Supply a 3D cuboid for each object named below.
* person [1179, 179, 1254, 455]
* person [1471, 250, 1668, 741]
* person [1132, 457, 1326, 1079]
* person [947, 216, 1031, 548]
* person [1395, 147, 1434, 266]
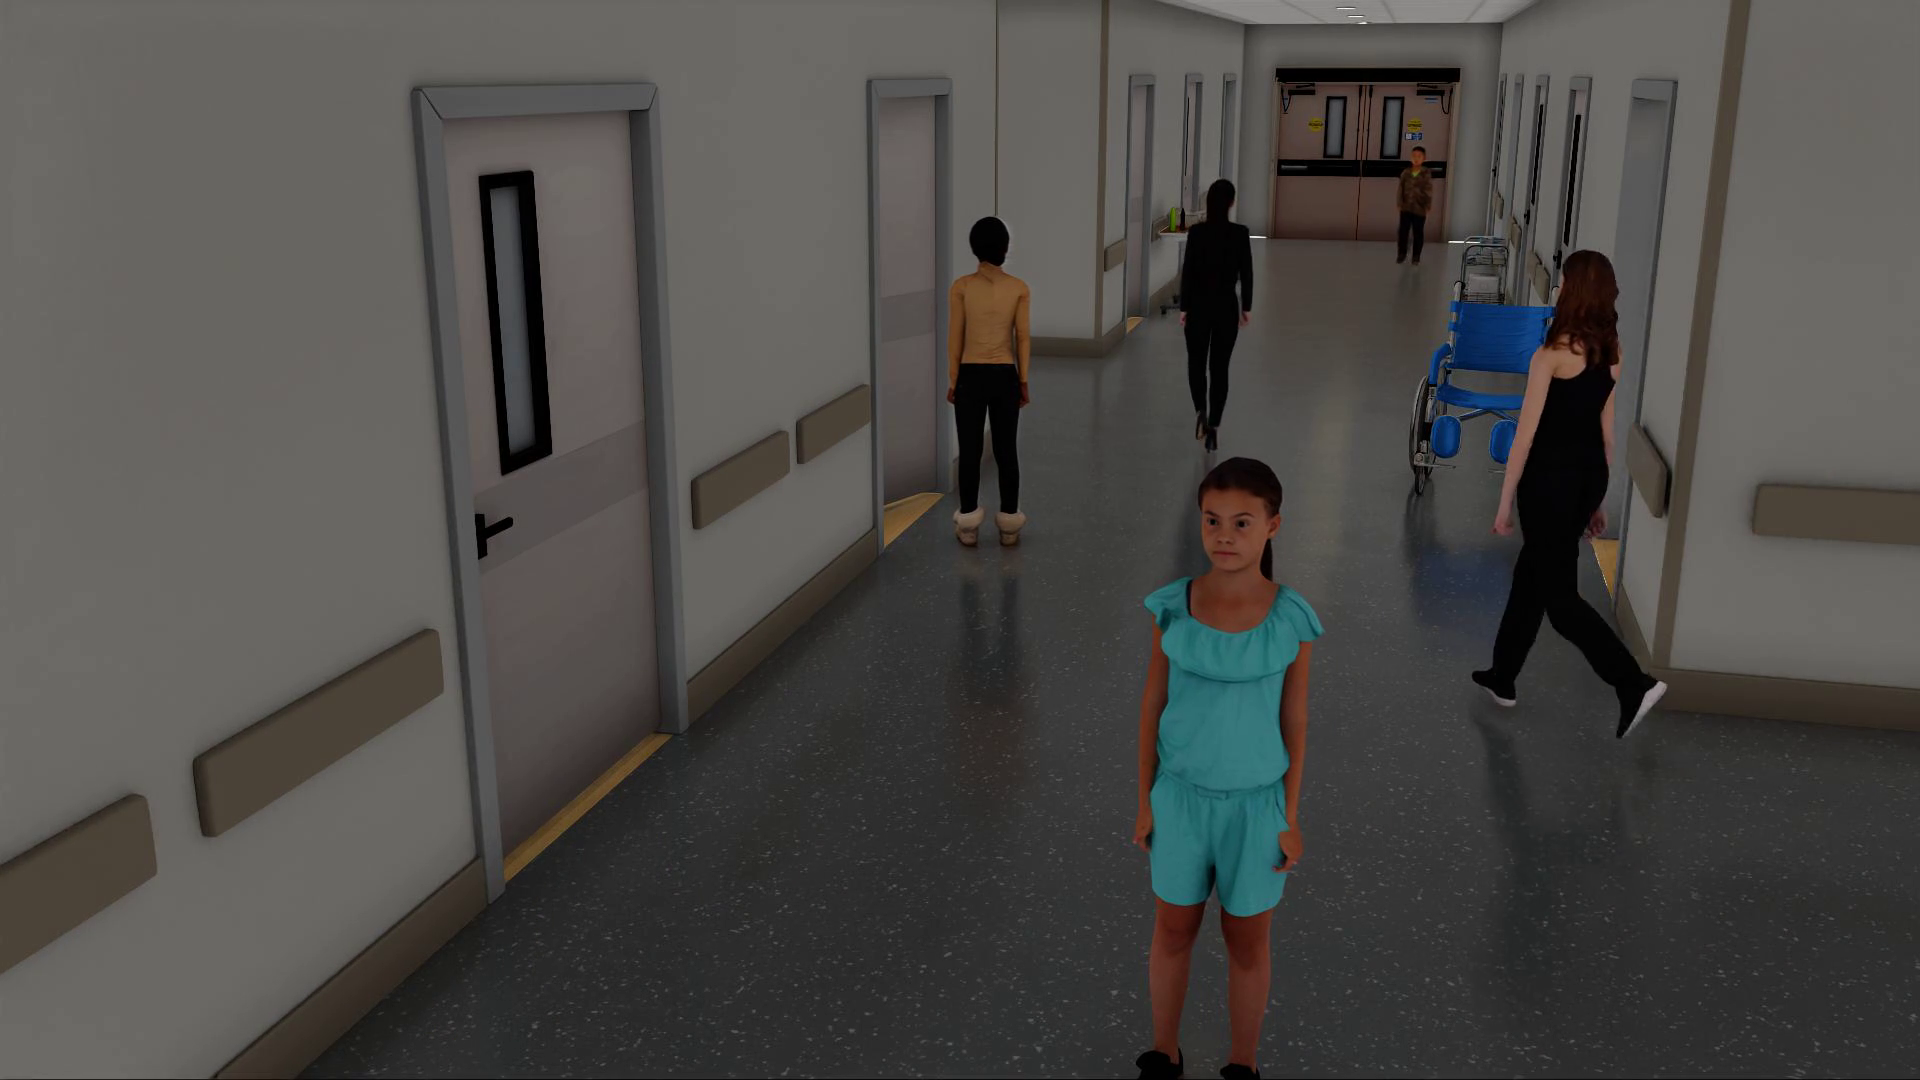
[{"bbox_3d":[1.580,-1.375,10.373,0.617,1.700,0.592,3,16,9],"label":"person"},{"bbox_3d":[2.229,-0.132,5.949,1.058,1.709,1.163,-8,18,-26],"label":"person"},{"bbox_3d":[0.584,0.574,3.723,0.549,1.558,0.541,5,16,17],"label":"person"},{"bbox_3d":[0.141,-0.797,8.397,0.642,1.659,0.642,-2,16,-6],"label":"person"},{"bbox_3d":[5.656,-4.140,20.667,0.642,1.437,0.807,6,17,20],"label":"person"}]
